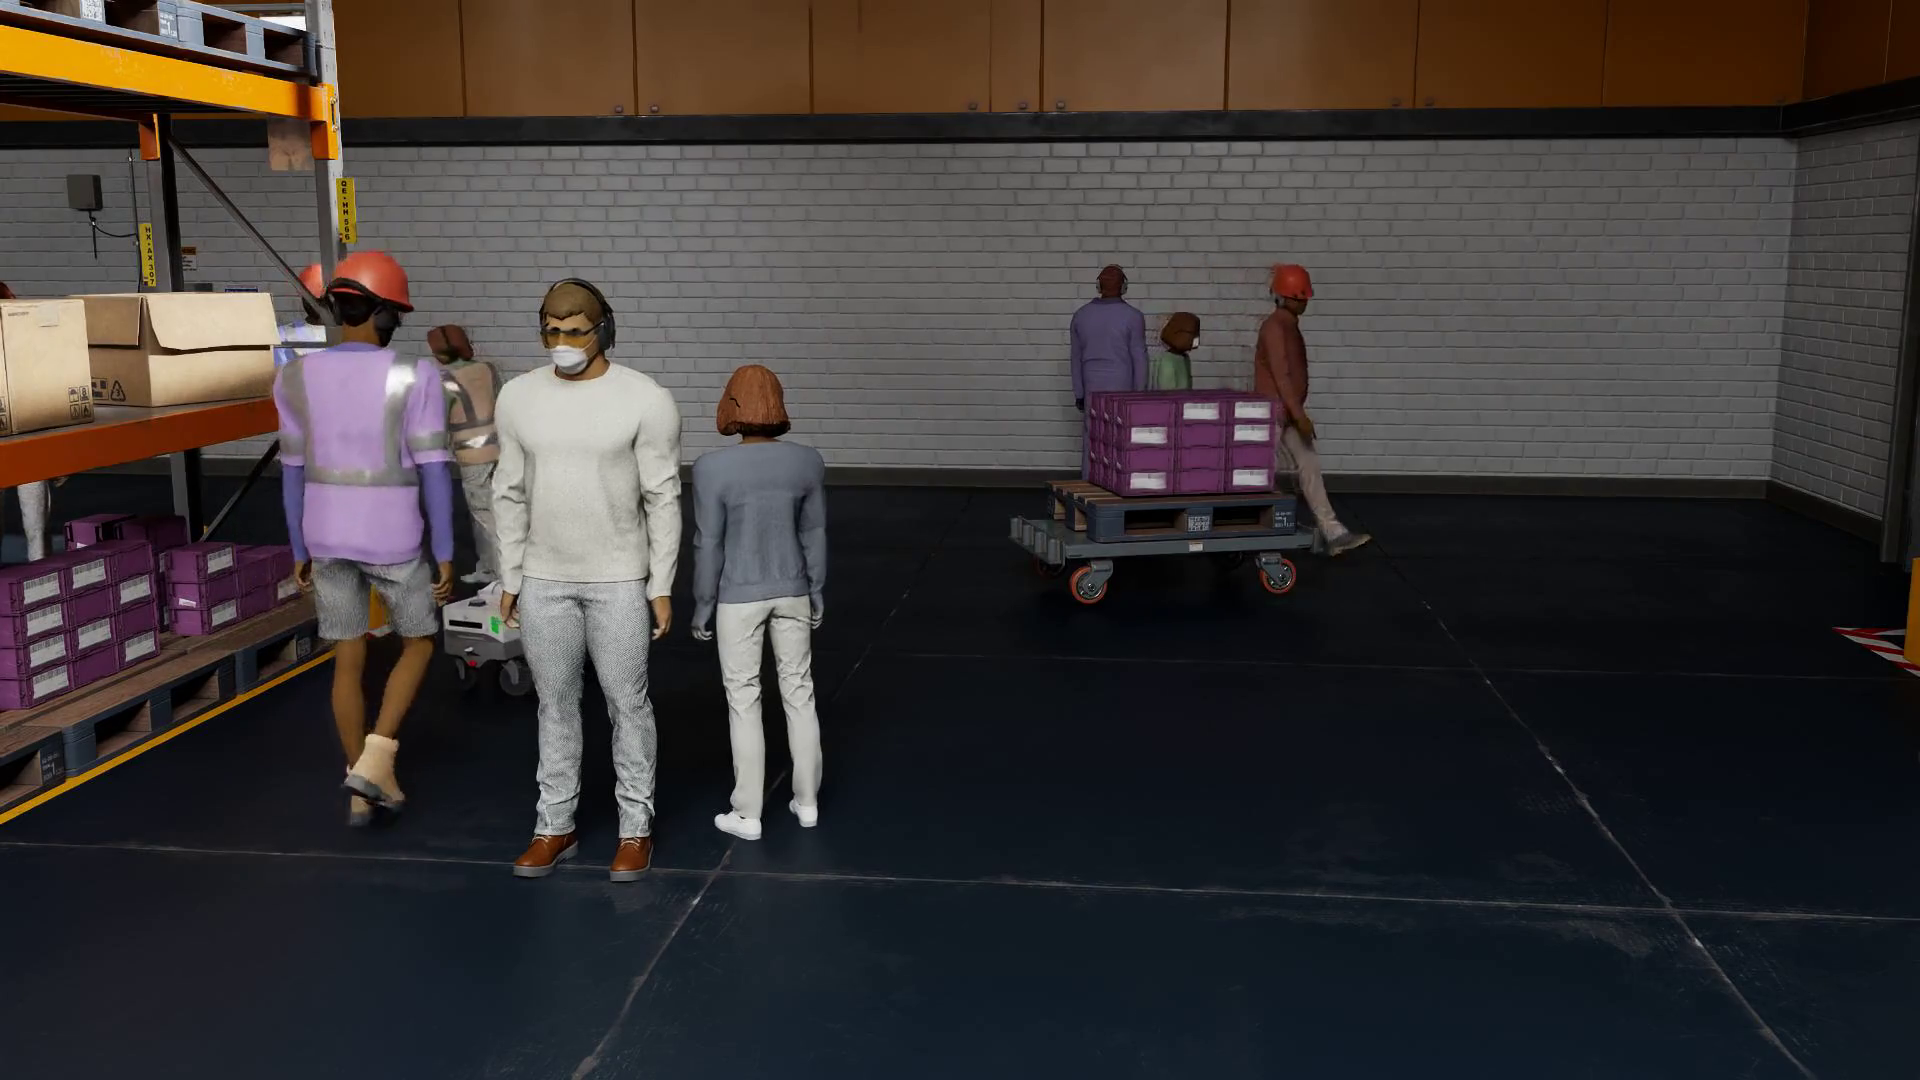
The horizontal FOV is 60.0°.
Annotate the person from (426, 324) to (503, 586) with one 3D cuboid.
[{"bbox_3d":[-2.853,-0.463,9.719,0.594,1.592,0.579,4,11,23],"label":"person"}]

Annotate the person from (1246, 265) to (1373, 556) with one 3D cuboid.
[{"bbox_3d":[2.141,-0.822,10.875,1.040,1.923,0.600,5,11,27],"label":"person"}]

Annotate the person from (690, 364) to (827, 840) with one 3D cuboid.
[{"bbox_3d":[-0.689,0.215,5.745,0.505,1.632,0.269,-6,12,-31],"label":"person"}]

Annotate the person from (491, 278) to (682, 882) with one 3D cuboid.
[{"bbox_3d":[-1.196,0.136,5.340,0.628,1.935,0.373,1,10,8],"label":"person"}]

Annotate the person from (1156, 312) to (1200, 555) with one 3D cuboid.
[{"bbox_3d":[1.419,-0.700,11.033,0.398,1.614,0.519,4,11,21],"label":"person"}]

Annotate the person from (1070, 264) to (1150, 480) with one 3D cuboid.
[{"bbox_3d":[1.156,-1.121,12.604,0.651,1.910,0.409,7,12,35],"label":"person"}]

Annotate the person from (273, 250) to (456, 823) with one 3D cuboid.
[{"bbox_3d":[-2.069,0.006,5.838,0.645,2.018,0.532,1,10,5],"label":"person"}]

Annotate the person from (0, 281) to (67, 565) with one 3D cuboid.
[{"bbox_3d":[-5.038,-0.433,8.798,0.571,1.872,0.343,-8,13,-40],"label":"person"}]

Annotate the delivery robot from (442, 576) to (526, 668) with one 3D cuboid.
[{"bbox_3d":[-2.086,0.352,7.781,0.477,0.478,0.707,4,11,22],"label":"delivery robot"}]

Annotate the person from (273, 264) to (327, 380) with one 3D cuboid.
[{"bbox_3d":[-3.861,-0.699,10.124,0.552,1.931,0.370,-8,13,-40],"label":"person"}]

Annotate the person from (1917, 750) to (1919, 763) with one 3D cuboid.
[{"bbox_3d":[3.870,0.068,6.100,0.600,1.808,0.770,1,10,7],"label":"person"}]
